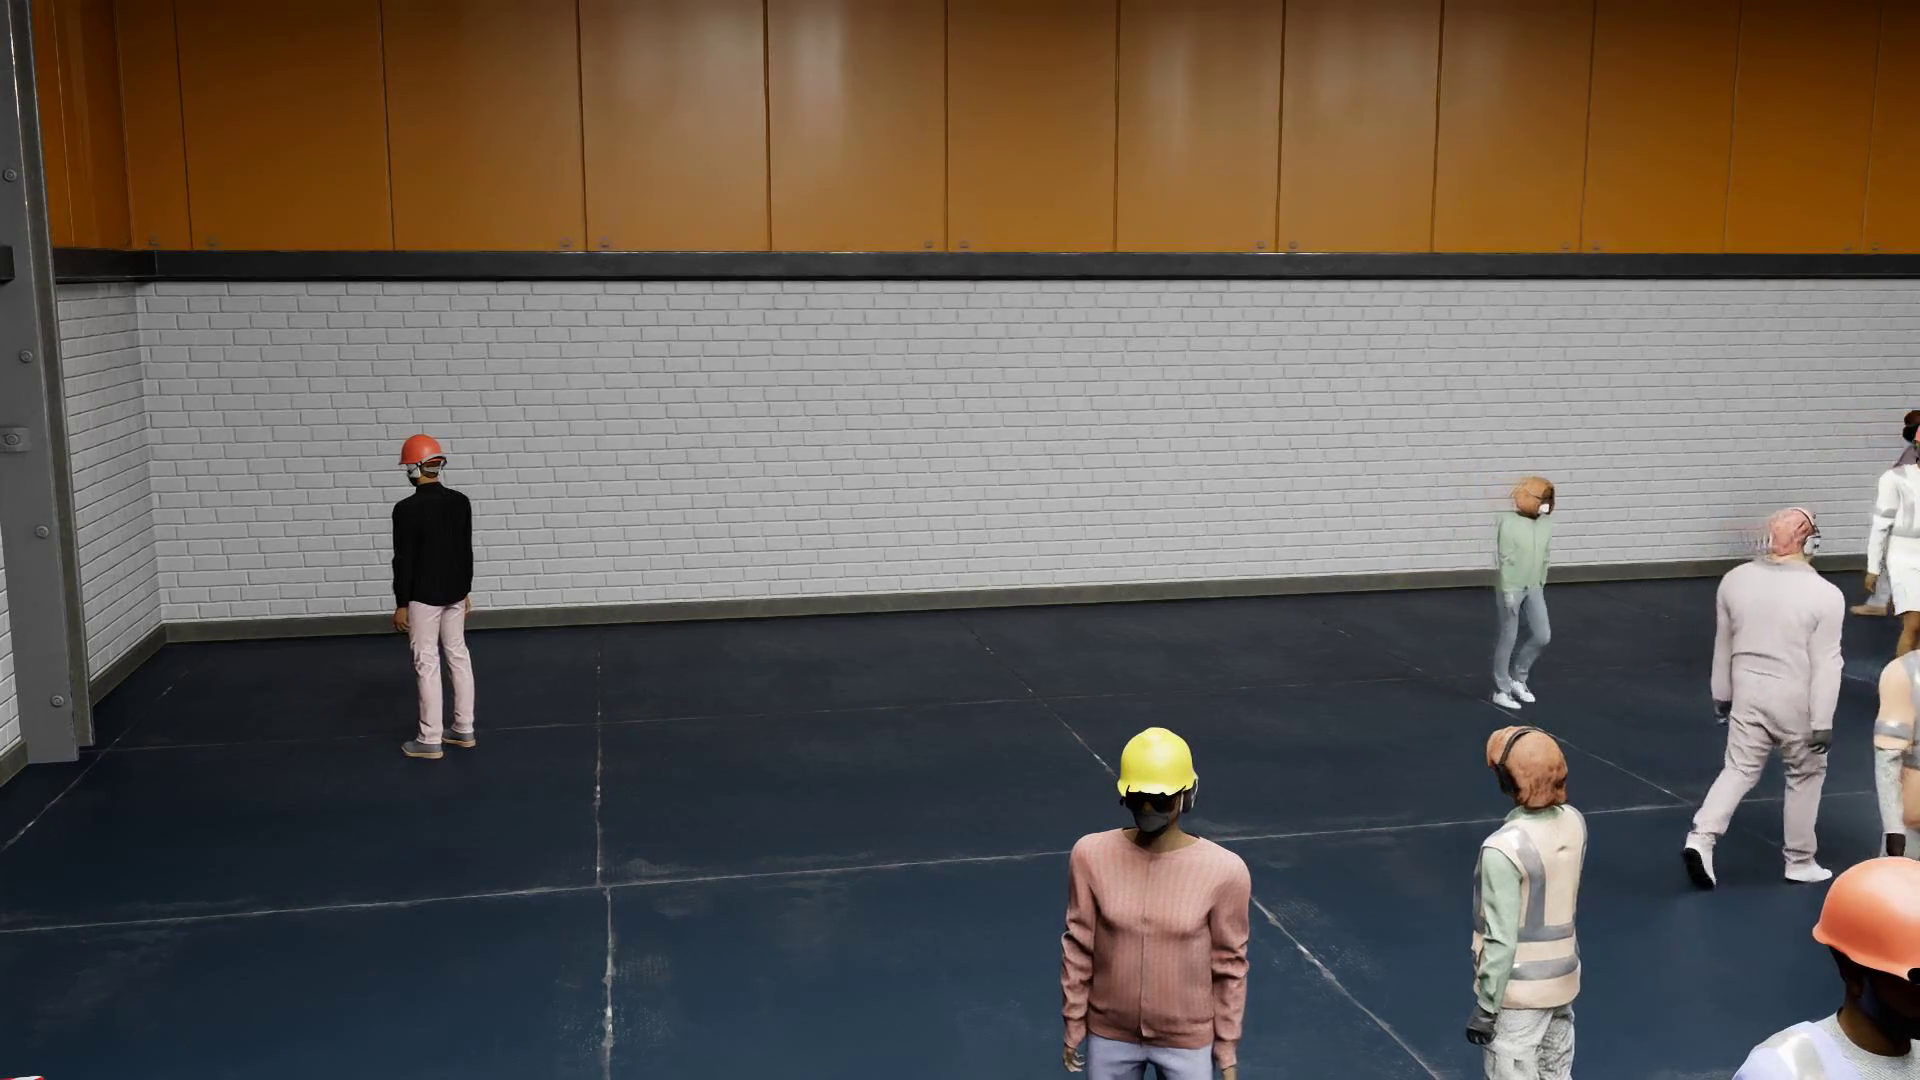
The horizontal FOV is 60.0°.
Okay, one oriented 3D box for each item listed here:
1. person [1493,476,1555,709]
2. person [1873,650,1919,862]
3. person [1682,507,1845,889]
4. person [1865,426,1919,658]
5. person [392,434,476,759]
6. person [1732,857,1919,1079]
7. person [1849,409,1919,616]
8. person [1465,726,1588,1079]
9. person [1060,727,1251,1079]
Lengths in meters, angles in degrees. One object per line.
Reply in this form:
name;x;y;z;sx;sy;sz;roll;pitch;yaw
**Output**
person;3.814;0.359;11.302;0.505;1.615;0.381;-4;10;-24
person;3.794;1.037;6.401;0.597;1.866;1.029;1;9;6
person;3.883;0.776;7.985;0.860;1.887;0.656;-5;11;-30
person;6.460;0.188;11.081;0.647;2.020;0.719;-1;9;-4
person;-3.260;0.342;10.268;0.401;1.986;0.618;5;10;26
person;1.699;1.531;3.161;0.543;1.938;0.356;-5;10;-26
person;8.120;-0.208;14.129;0.808;1.819;0.643;3;10;20
person;1.713;1.371;5.053;0.516;1.636;0.314;-9;13;-43
person;0.531;1.377;4.621;0.523;1.769;0.310;3;10;15
